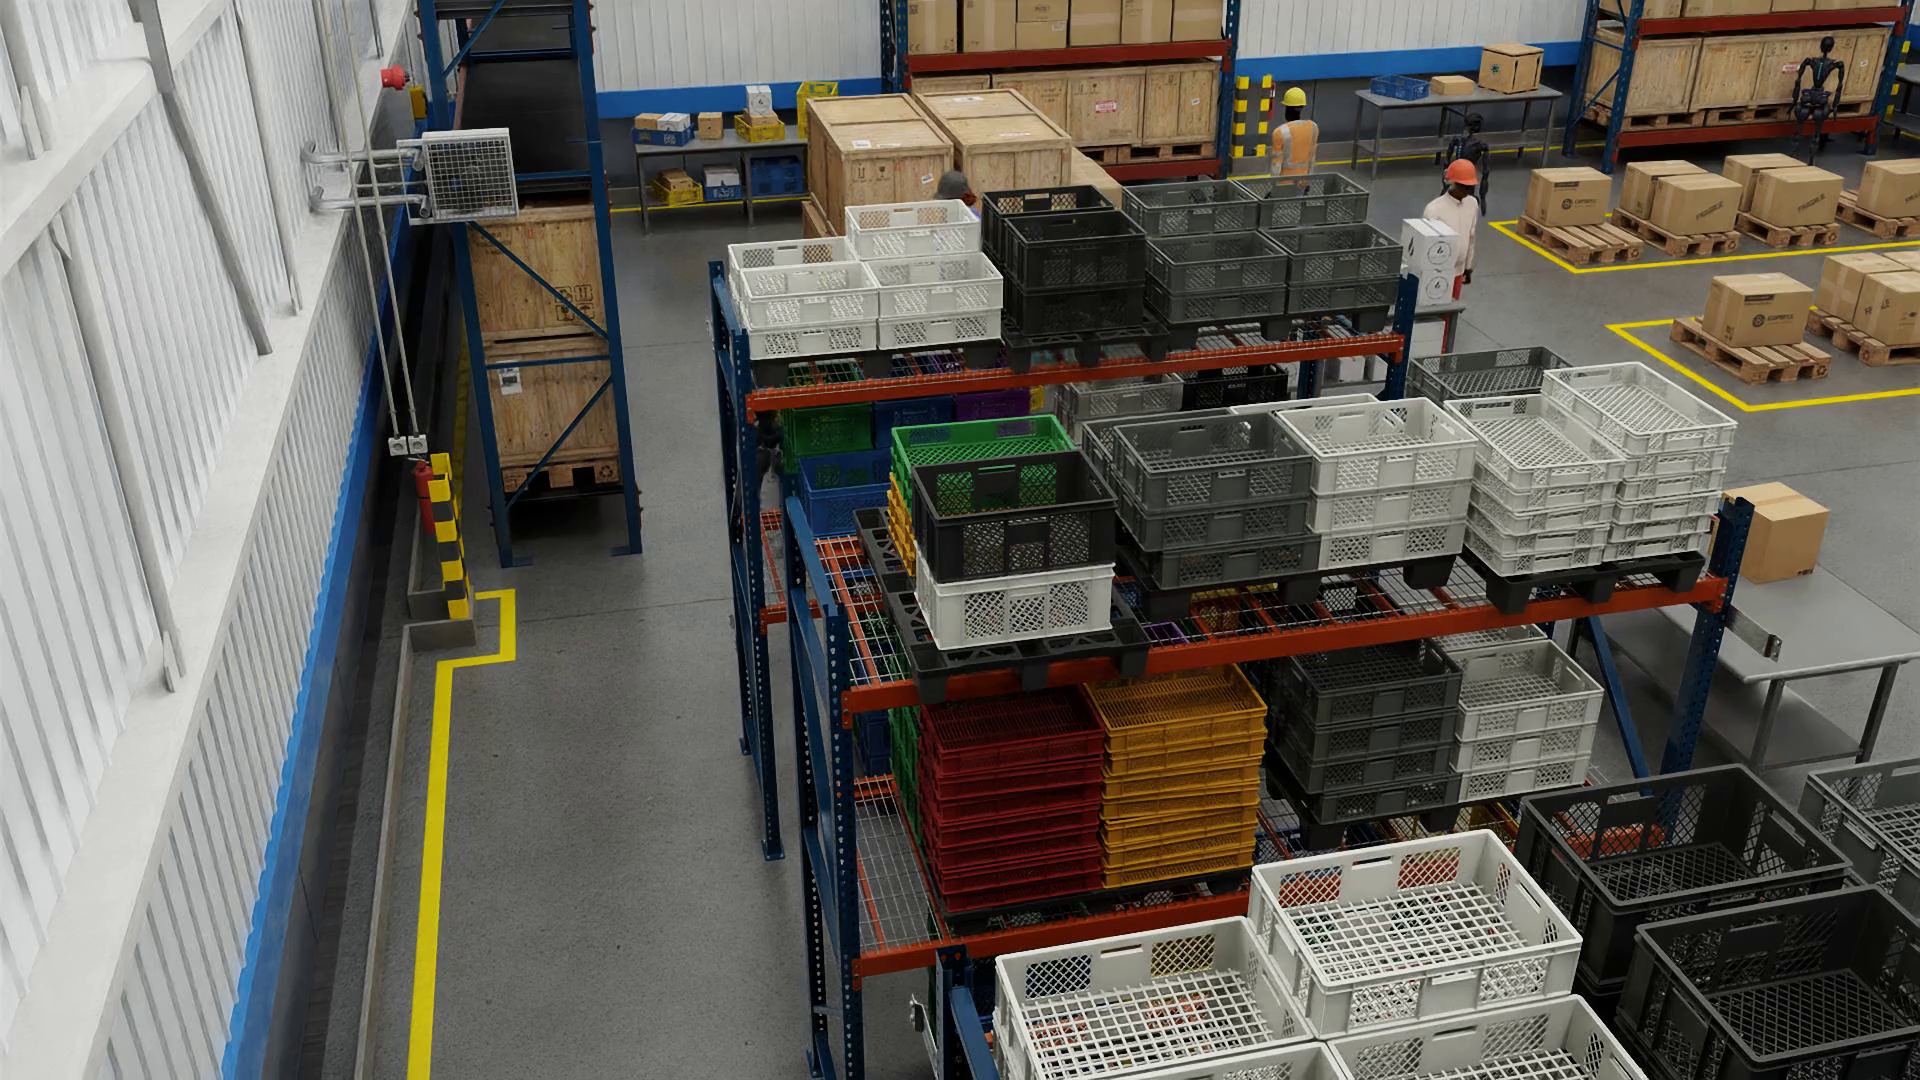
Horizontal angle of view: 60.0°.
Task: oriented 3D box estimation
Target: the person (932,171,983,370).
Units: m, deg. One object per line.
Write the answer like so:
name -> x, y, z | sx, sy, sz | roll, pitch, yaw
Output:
person -> -0.026, -2.211, 14.344 | 0.540, 2.000, 0.710 | -3, 28, -6

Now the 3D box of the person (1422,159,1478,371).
person -> 4.309, -2.399, 14.756 | 0.617, 1.987, 0.395 | -15, 31, -26

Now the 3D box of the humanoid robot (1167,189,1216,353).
humanoid robot -> 2.084, -2.341, 14.961 | 0.601, 1.658, 0.324 | -9, 29, -17

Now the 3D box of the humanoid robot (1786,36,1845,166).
humanoid robot -> 10.752, -5.492, 20.936 | 0.591, 1.660, 0.326 | 18, 33, 30

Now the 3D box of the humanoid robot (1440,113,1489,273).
humanoid robot -> 5.259, -3.646, 17.438 | 0.316, 1.657, 0.603 | -18, 33, -30

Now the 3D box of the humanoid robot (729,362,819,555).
humanoid robot -> -1.313, -0.634, 11.745 | 0.669, 1.645, 0.348 | 7, 29, 14

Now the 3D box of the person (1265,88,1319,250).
person -> 3.431, -3.743, 17.370 | 0.588, 1.926, 0.385 | -16, 32, -27

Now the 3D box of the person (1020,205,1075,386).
person -> 0.726, -2.051, 14.349 | 0.506, 1.743, 0.573 | 2, 28, 3
